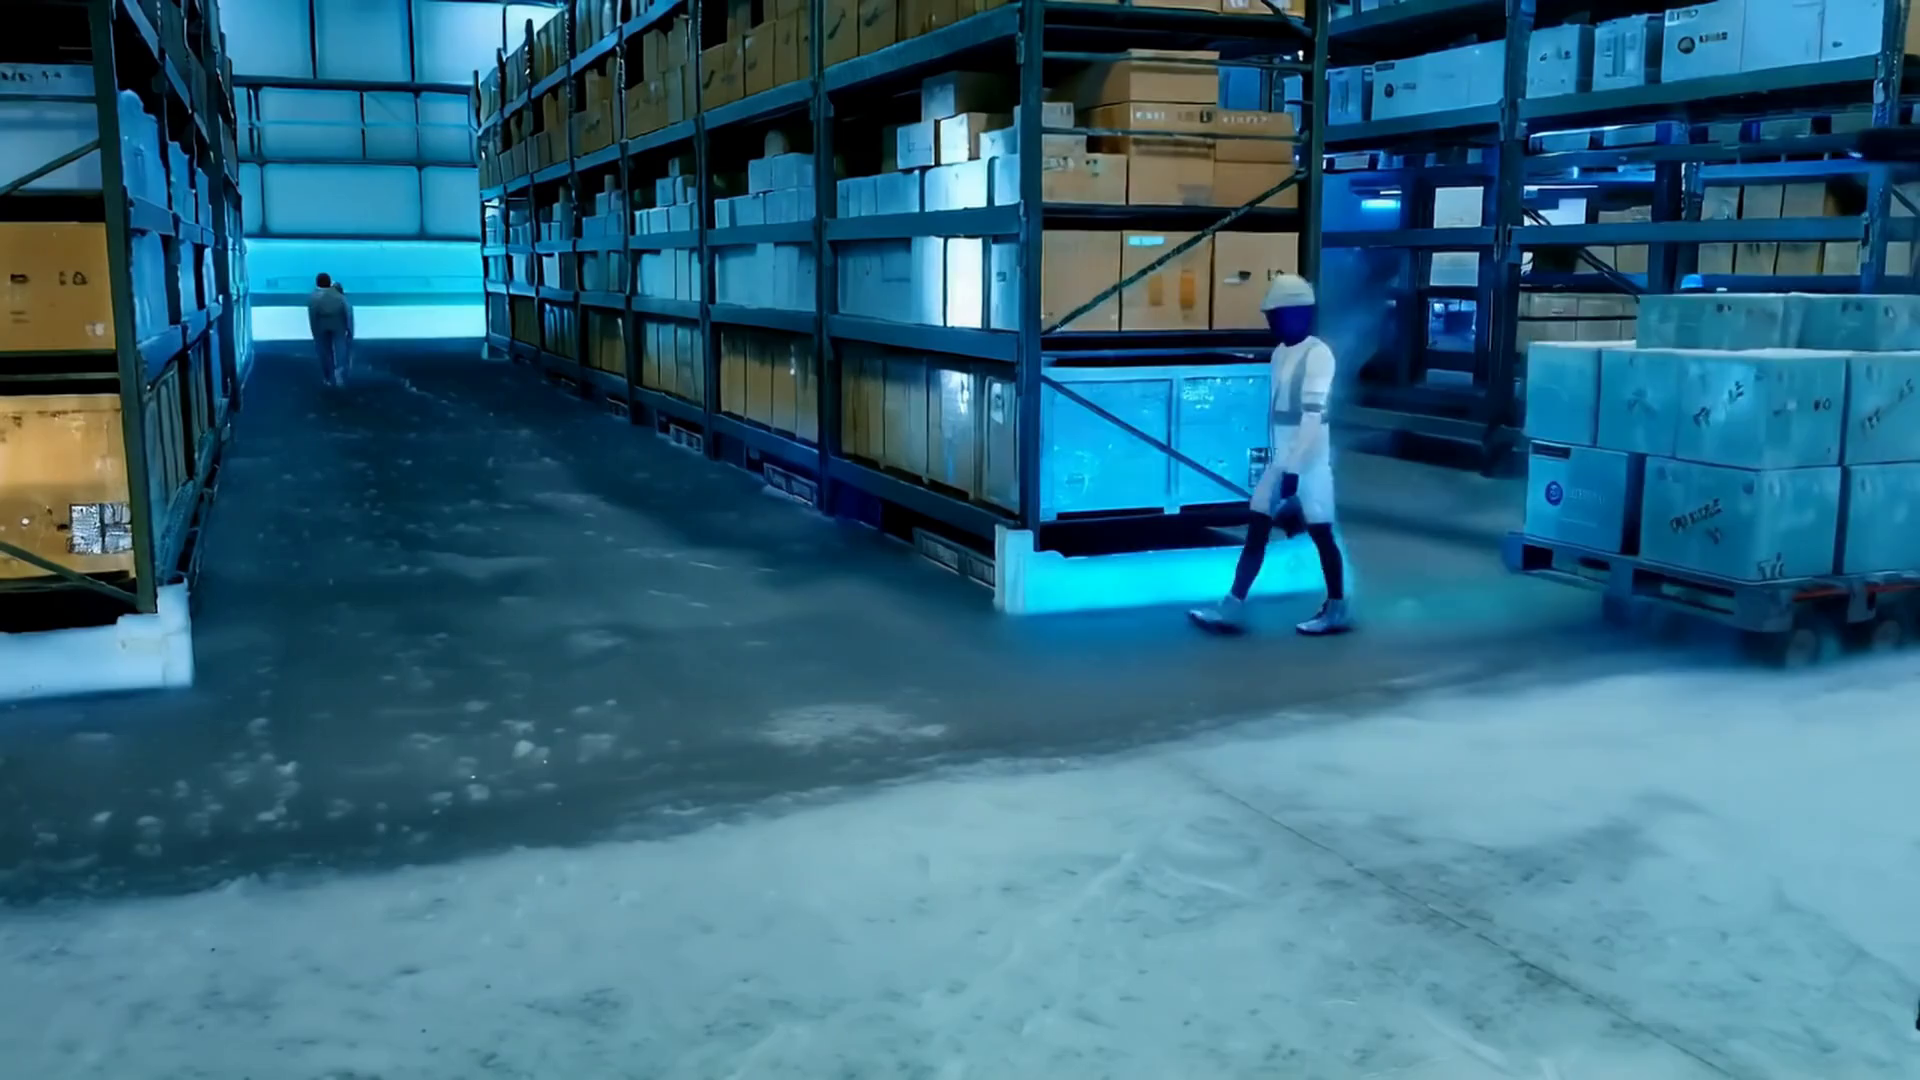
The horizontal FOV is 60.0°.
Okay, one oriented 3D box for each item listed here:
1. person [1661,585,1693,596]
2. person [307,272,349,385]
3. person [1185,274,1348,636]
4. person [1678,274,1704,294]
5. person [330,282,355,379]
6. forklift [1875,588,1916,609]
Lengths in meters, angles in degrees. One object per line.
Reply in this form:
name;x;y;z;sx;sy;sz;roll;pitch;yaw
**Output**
person;4.336;-0.430;10.248;0.633;1.607;0.499;-4;10;-22
person;-10.590;-3.539;27.933;0.634;1.921;0.638;-5;11;-27
person;1.735;-0.434;9.082;1.006;1.992;0.628;-3;10;-19
person;9.088;-2.342;20.722;0.367;1.936;0.545;7;12;36
person;-10.954;-3.684;29.389;0.493;1.729;0.588;-6;11;-32
forklift;6.123;-0.923;9.394;1.873;2.768;1.129;-4;10;-23
